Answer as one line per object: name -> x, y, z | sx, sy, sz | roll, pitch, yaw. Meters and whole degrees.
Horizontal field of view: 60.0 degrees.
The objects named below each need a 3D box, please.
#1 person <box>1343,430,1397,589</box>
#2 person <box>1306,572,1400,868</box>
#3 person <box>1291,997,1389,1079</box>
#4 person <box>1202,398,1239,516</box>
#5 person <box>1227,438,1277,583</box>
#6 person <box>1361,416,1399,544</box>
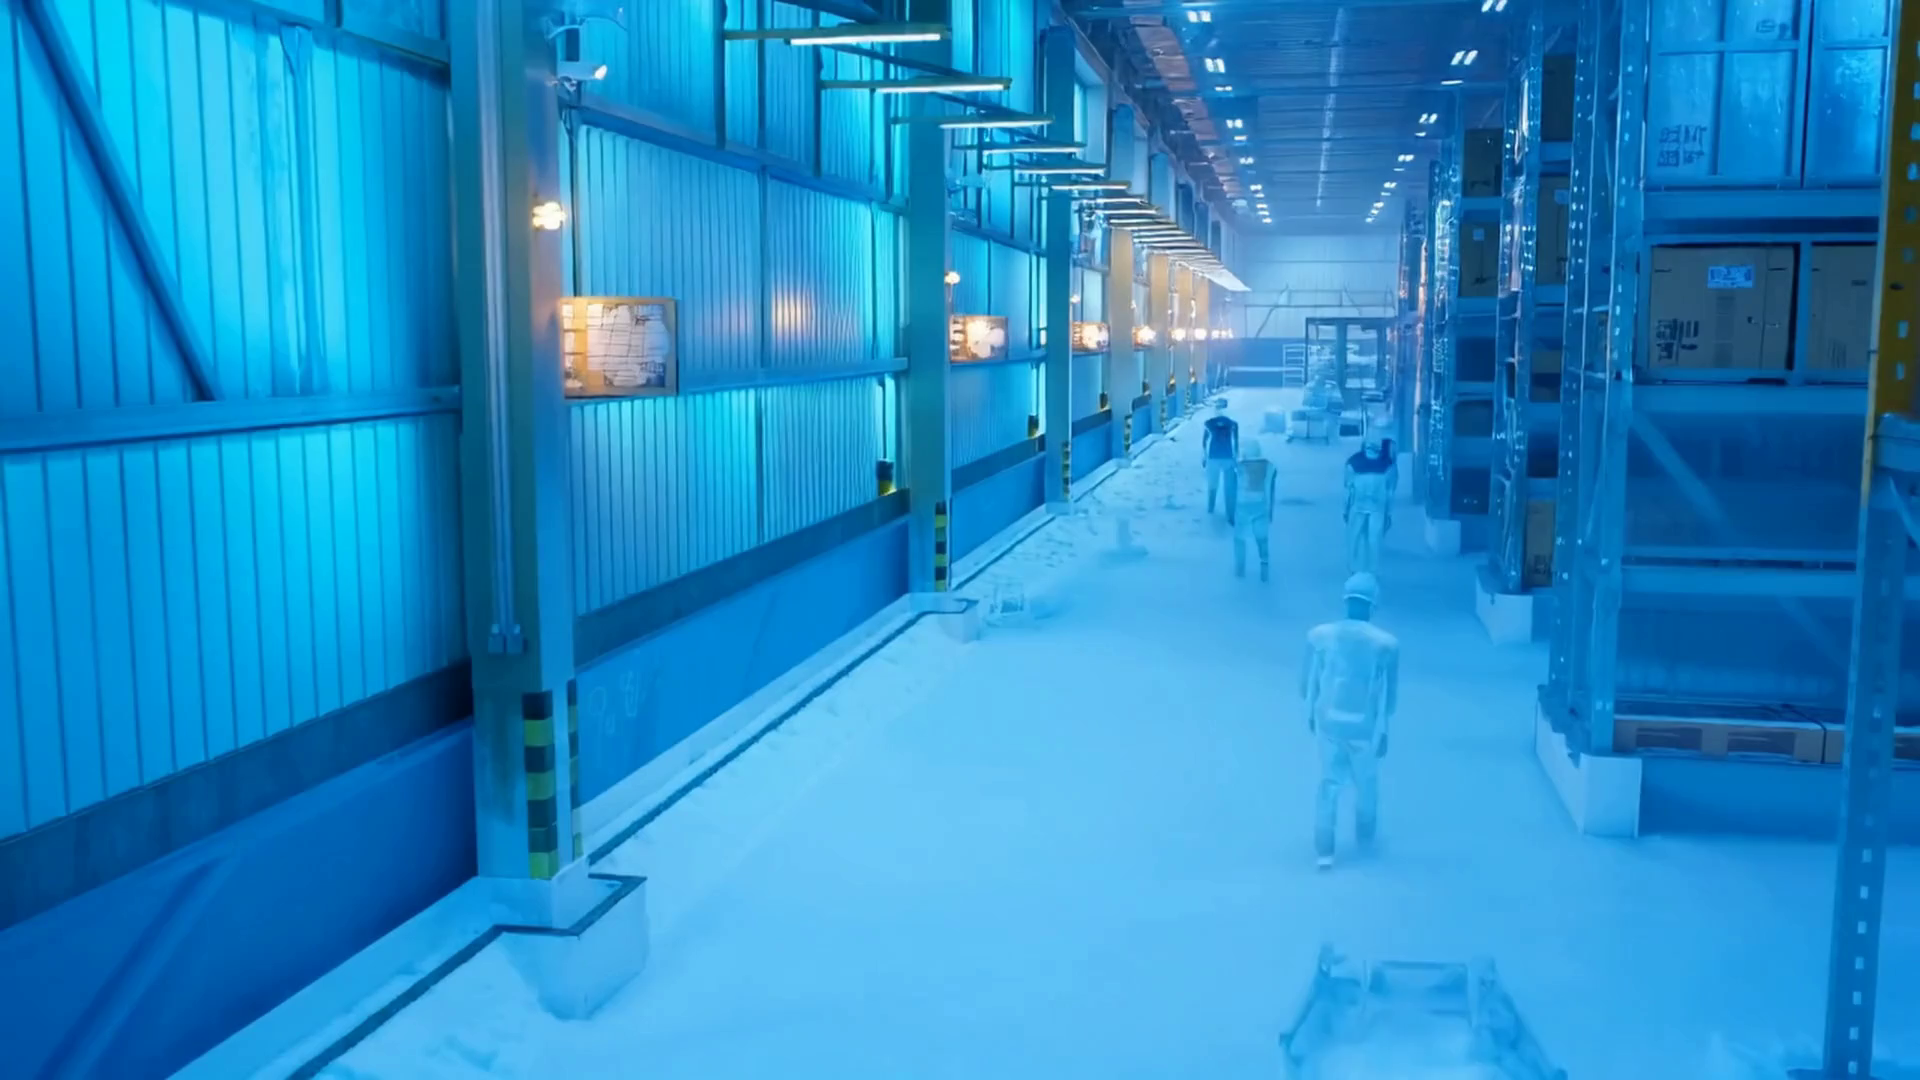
person -> 4.930, -0.360, 20.072 | 0.625, 1.929, 0.381 | 2, 8, 19
person -> 2.292, 1.036, 9.758 | 0.570, 1.707, 0.893 | 3, 8, 25
person -> 0.818, 1.835, 3.705 | 0.535, 1.605, 0.744 | 3, 8, 20
person -> 4.398, -1.396, 28.074 | 0.613, 1.997, 0.374 | 1, 7, 8
person -> 3.591, -0.347, 20.426 | 0.625, 1.813, 0.786 | -1, 7, -6
person -> 6.094, -0.858, 24.204 | 0.563, 1.880, 1.003 | 1, 7, 9
